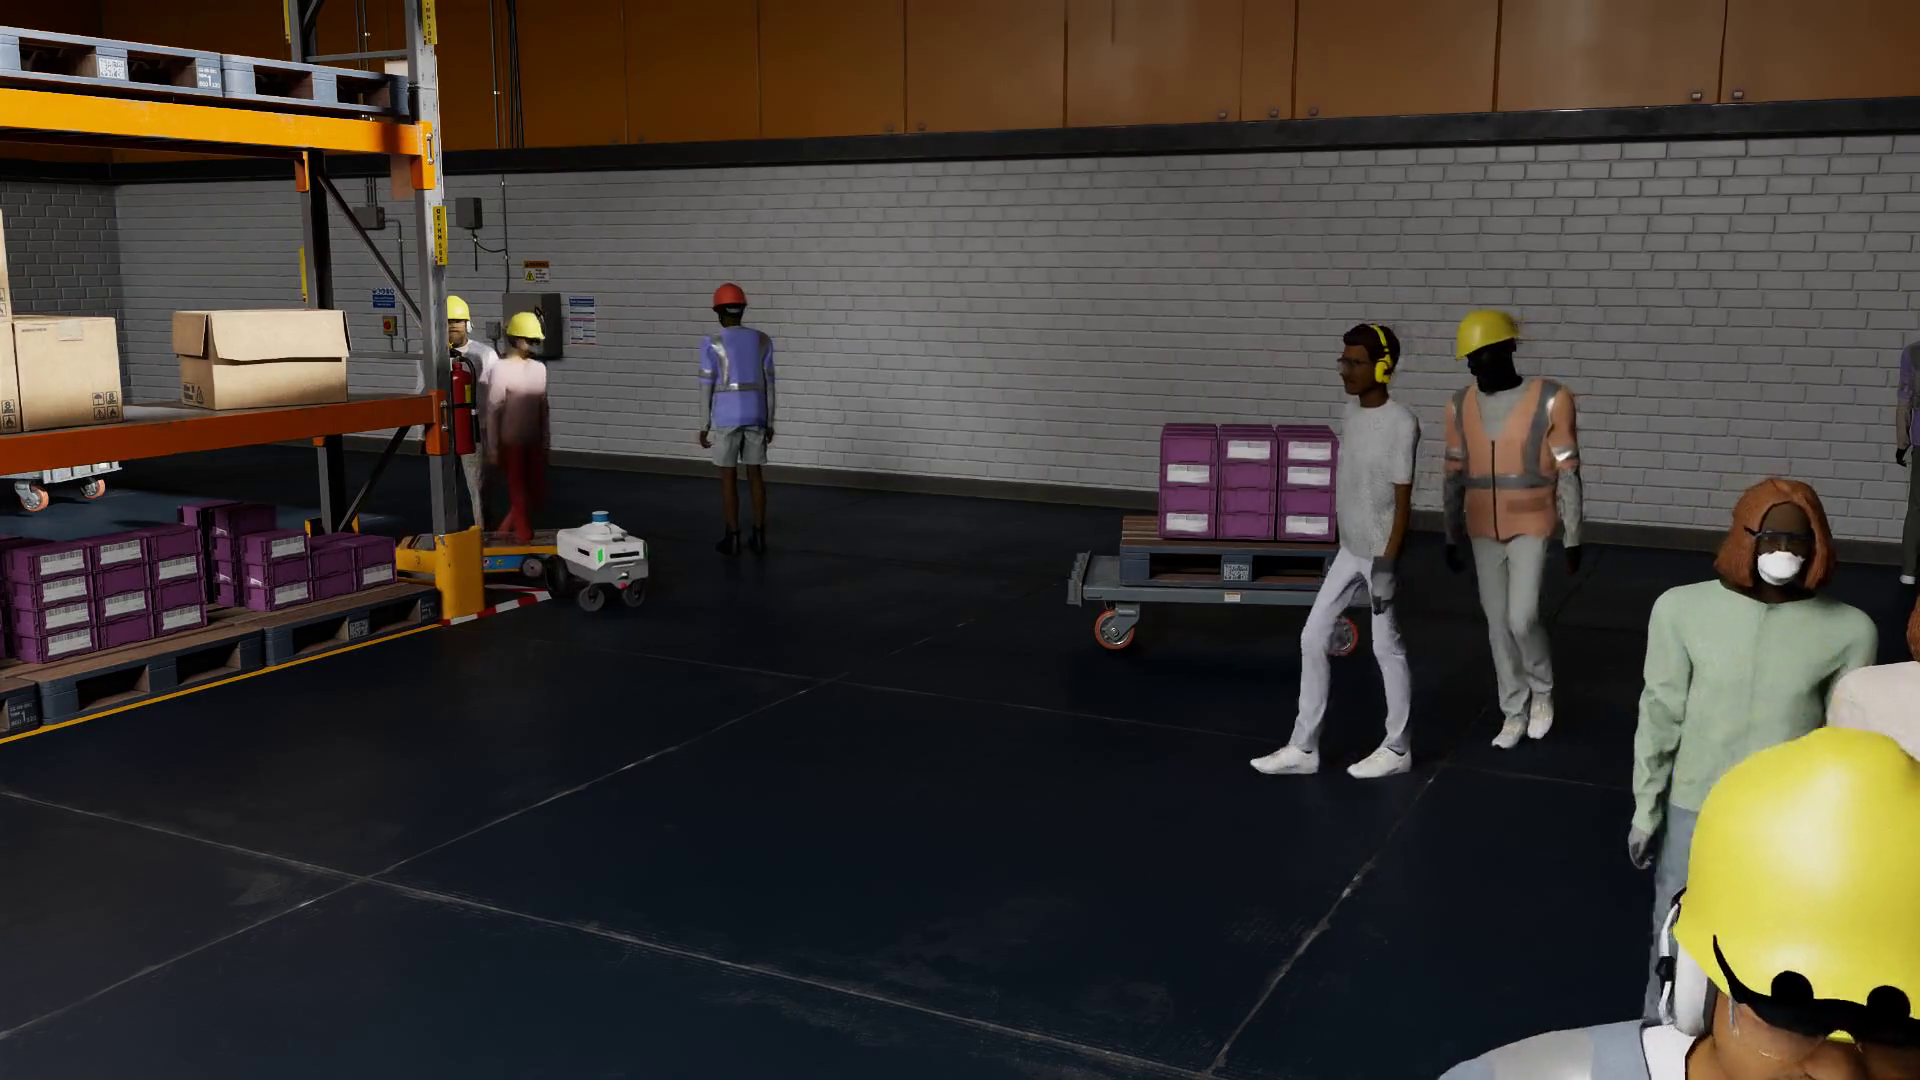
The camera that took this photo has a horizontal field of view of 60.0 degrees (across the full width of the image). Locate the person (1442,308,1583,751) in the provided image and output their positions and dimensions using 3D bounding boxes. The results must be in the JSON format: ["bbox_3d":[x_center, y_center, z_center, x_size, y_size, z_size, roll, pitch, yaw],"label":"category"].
[{"bbox_3d":[2.338,-0.044,7.155,0.627,1.887,0.411,9,13,43],"label":"person"}]

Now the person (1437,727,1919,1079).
[{"bbox_3d":[0.628,1.008,1.408,0.604,1.789,0.952,4,10,20],"label":"person"}]

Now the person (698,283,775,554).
[{"bbox_3d":[-1.603,-0.862,11.845,0.556,1.914,0.446,-6,11,-29],"label":"person"}]

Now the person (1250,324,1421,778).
[{"bbox_3d":[1.522,0.075,6.598,0.809,1.842,0.567,-4,10,-21],"label":"person"}]

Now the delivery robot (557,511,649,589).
[{"bbox_3d":[-2.177,0.068,10.109,0.477,0.478,0.707,-7,12,-34],"label":"delivery robot"}]

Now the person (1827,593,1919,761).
[{"bbox_3d":[1.824,0.789,3.084,0.497,1.633,0.285,8,12,38],"label":"person"}]

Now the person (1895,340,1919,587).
[{"bbox_3d":[6.230,-0.639,10.501,0.590,1.927,0.367,8,13,40],"label":"person"}]

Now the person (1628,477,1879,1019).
[{"bbox_3d":[1.854,0.660,3.934,0.507,1.650,0.474,4,10,21],"label":"person"}]

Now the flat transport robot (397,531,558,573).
[{"bbox_3d":[-3.159,0.091,11.066,1.431,0.197,0.652,-2,10,-12],"label":"flat transport robot"}]

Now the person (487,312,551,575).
[{"bbox_3d":[-2.941,-0.645,11.051,0.579,1.741,0.545,5,11,27],"label":"person"}]

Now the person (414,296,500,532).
[{"bbox_3d":[-3.434,-0.745,11.375,0.600,1.836,0.404,0,10,0],"label":"person"}]
